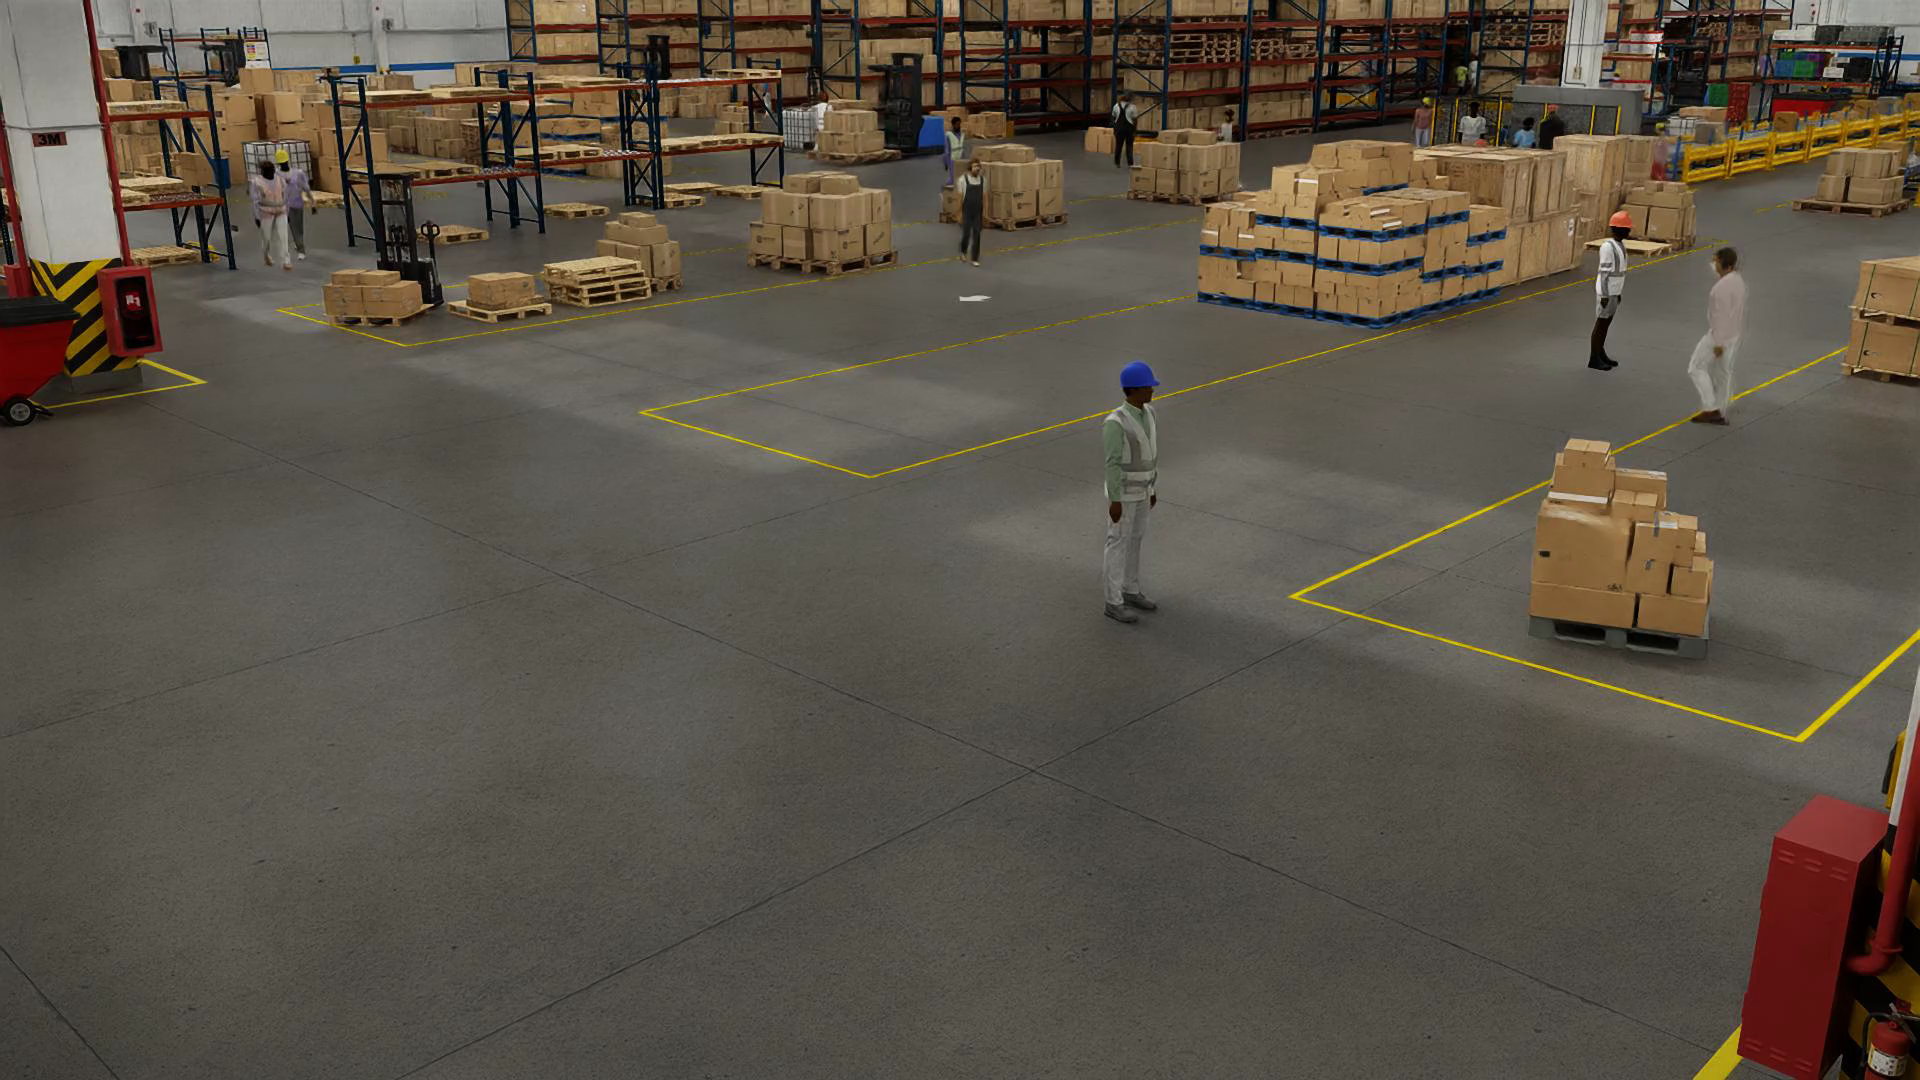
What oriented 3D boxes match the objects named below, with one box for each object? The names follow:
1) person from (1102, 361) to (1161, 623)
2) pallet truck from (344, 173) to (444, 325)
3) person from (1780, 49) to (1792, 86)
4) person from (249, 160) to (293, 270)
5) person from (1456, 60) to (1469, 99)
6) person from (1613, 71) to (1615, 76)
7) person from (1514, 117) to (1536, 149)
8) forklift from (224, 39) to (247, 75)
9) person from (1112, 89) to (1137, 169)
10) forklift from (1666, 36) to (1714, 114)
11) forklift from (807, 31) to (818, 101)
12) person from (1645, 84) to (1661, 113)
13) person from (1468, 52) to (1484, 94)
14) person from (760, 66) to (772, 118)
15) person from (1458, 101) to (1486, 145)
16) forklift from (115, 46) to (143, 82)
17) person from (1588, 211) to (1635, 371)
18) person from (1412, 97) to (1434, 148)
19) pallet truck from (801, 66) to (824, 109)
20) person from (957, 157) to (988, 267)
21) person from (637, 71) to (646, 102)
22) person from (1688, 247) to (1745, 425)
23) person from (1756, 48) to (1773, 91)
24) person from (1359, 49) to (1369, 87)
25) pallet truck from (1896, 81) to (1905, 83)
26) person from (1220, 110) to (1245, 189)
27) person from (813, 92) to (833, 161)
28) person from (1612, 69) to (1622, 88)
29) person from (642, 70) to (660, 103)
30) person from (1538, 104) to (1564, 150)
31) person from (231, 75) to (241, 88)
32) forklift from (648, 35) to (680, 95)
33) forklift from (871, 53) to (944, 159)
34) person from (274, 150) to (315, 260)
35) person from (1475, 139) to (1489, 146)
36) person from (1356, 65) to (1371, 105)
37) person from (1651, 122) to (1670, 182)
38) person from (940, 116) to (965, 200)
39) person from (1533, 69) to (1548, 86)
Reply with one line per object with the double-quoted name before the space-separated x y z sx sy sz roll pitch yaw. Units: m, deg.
"person" 1.267 -0.368 12.343 0.377 1.950 0.612 12 22 32
"pallet truck" -8.209 -4.181 23.757 0.823 1.965 1.885 3 19 9
"person" 40.052 -22.891 80.492 0.315 1.767 0.535 -11 21 -29
"person" -11.585 -5.467 27.936 0.632 1.815 0.848 -15 23 -37
"person" 21.128 -19.360 70.019 0.869 1.654 0.529 -14 23 -36
"person" 23.828 -16.364 60.949 0.535 1.679 0.699 14 23 37
"person" 13.136 -9.012 38.810 0.549 1.677 0.539 -10 21 -27
"forklift" -25.527 -16.311 58.924 1.129 2.768 1.873 17 25 41
"person" 4.344 -10.760 43.513 0.687 2.000 0.536 10 21 28
"forklift" 27.341 -17.291 61.877 1.129 2.768 1.873 17 25 41
"forklift" -5.907 -19.651 68.987 1.129 2.768 1.873 17 25 41
"person" 22.338 -13.866 53.534 0.609 1.613 0.509 -8 20 -21
"person" 21.408 -19.228 69.093 0.999 2.012 0.619 -17 25 -41
"person" -7.069 -16.332 60.612 0.429 1.845 0.621 3 19 8
"person" 12.186 -9.453 39.690 0.604 1.966 0.367 7 19 19
"forklift" -25.769 -13.963 51.850 1.129 2.768 1.873 17 25 41
"person" 8.044 -3.077 20.523 0.361 1.939 0.543 14 23 35
"person" 12.538 -11.111 45.041 0.577 1.732 0.566 5 19 15
"pallet truck" -4.812 -15.182 56.903 0.823 1.965 1.885 -9 21 -26
"person" 0.204 -5.539 28.107 0.547 1.831 0.464 -6 19 -18
"person" -11.680 -16.550 61.619 0.519 1.616 0.678 0 18 0
"person" 8.122 -2.174 17.828 0.464 1.922 0.641 15 24 38
"person" 36.836 -21.548 76.236 0.576 1.892 0.941 16 24 39
"person" 18.117 -20.968 74.447 0.451 1.921 0.652 -10 21 -29
"pallet truck" 34.802 -16.331 61.455 0.653 1.274 1.630 17 25 41
"person" 6.279 -9.228 39.247 0.967 1.827 0.538 9 20 25
"person" -3.715 -11.206 45.147 0.588 1.862 0.795 12 22 32
"person" 23.247 -15.768 58.963 0.626 1.800 0.807 15 23 37
"person" -10.474 -14.991 56.472 0.594 1.910 0.382 -3 19 -9
"person" 13.876 -9.213 39.014 0.647 1.953 0.998 -3 19 -8
"person" -22.529 -13.591 52.201 0.628 1.940 0.377 -13 22 -33
"forklift" -11.418 -17.851 63.565 1.129 2.768 1.873 17 25 41
"forklift" -1.429 -12.073 46.156 1.129 2.768 1.873 17 25 41
"person" -11.680 -5.891 29.113 0.660 1.877 0.937 -7 20 -21
"person" 9.394 -6.394 30.551 0.773 1.918 0.544 15 23 37
"person" 16.238 -18.241 66.719 0.546 1.622 0.506 -1 18 -2
"person" 15.501 -8.334 36.690 0.688 1.711 0.556 -4 19 -13
"person" -0.124 -8.232 36.122 0.462 1.904 0.592 14 23 37
"person" 19.903 -15.338 57.560 0.648 1.885 0.727 -14 23 -36
